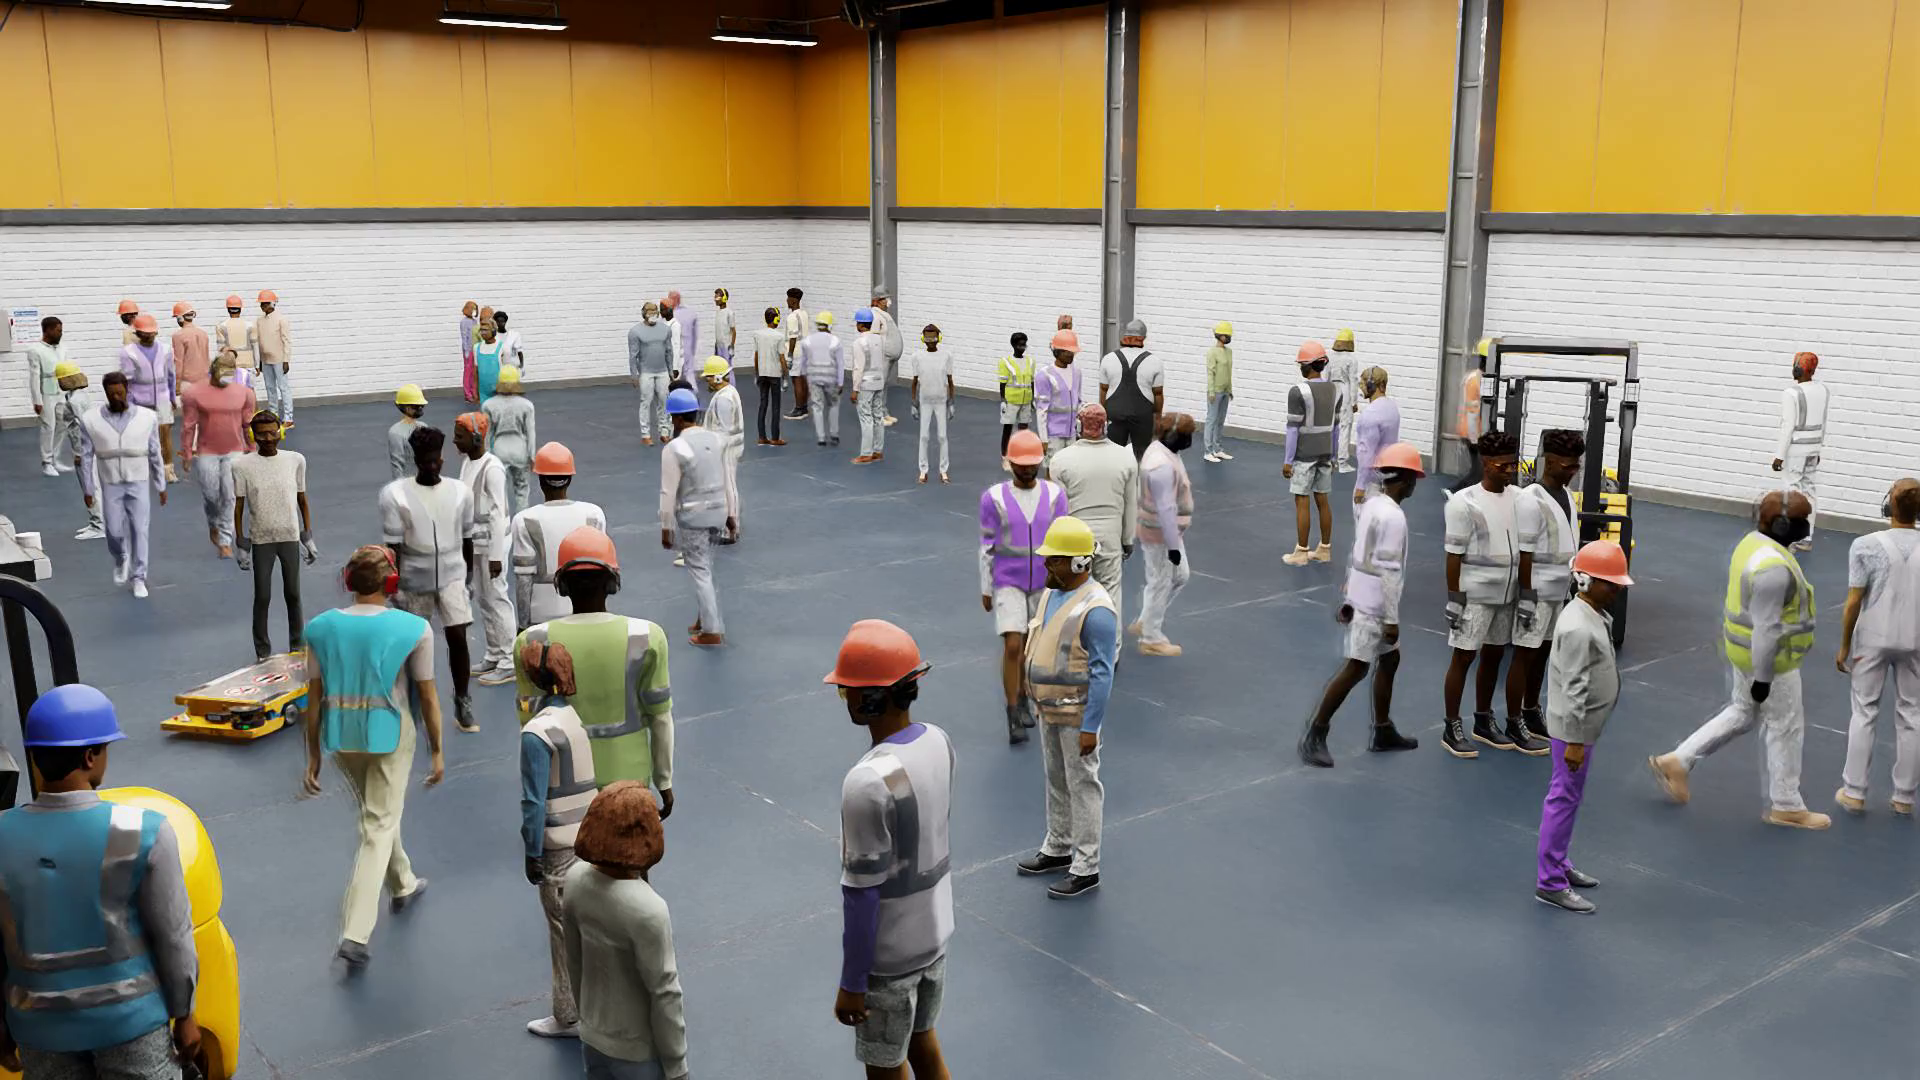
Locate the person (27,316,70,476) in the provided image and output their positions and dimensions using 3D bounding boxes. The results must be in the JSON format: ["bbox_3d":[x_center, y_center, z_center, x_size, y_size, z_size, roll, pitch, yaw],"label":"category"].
[{"bbox_3d":[-10.883,-1.717,19.883,0.431,1.900,0.673,0,12,2],"label":"person"}]

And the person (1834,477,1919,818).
[{"bbox_3d":[4.997,0.578,8.917,0.515,1.843,0.326,4,12,18],"label":"person"}]

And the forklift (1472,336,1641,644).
[{"bbox_3d":[4.683,-0.471,13.136,1.214,2.155,2.313,4,12,20],"label":"forklift"}]

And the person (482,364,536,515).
[{"bbox_3d":[-4.295,-0.803,15.874,0.491,1.734,0.510,-2,12,-11],"label":"person"}]

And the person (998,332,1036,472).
[{"bbox_3d":[0.696,-1.676,20.166,0.533,1.698,0.318,-7,14,-32],"label":"person"}]

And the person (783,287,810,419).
[{"bbox_3d":[-2.454,-2.801,24.942,0.367,1.966,0.606,3,12,15],"label":"person"}]

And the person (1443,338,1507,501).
[{"bbox_3d":[5.242,-1.103,16.862,0.513,1.909,0.611,7,14,32],"label":"person"}]

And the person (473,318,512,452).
[{"bbox_3d":[-5.735,-1.806,20.433,0.507,1.845,0.339,3,12,16],"label":"person"}]

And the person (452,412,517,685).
[{"bbox_3d":[-3.249,0.055,11.387,0.350,1.877,0.581,-8,14,-35],"label":"person"}]

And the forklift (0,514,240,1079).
[{"bbox_3d":[-3.687,1.115,5.480,2.313,2.155,1.214,-9,15,-36],"label":"forklift"}]

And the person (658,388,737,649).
[{"bbox_3d":[-1.977,-0.162,12.312,0.650,1.915,0.628,8,14,33],"label":"person"}]

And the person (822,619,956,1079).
[{"bbox_3d":[-0.228,1.247,5.251,0.411,2.035,0.601,4,12,20],"label":"person"}]

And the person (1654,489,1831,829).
[{"bbox_3d":[4.211,0.616,8.831,0.807,1.812,0.634,3,12,13],"label":"person"}]

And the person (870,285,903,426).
[{"bbox_3d":[-1.092,-2.693,24.239,0.538,2.000,0.684,2,12,10],"label":"person"}]

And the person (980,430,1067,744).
[{"bbox_3d":[0.433,0.289,10.178,0.547,1.907,0.842,-3,12,-14],"label":"person"}]

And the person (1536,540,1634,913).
[{"bbox_3d":[2.933,0.854,7.815,0.339,1.747,0.568,6,13,25],"label":"person"}]

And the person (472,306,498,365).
[{"bbox_3d":[-7.264,-2.790,25.701,0.507,1.630,0.268,-1,12,-7],"label":"person"}]

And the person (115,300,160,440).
[{"bbox_3d":[-11.123,-2.266,22.454,0.389,1.929,0.549,0,12,1],"label":"person"}]

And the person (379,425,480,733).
[{"bbox_3d":[-3.364,0.206,10.539,0.586,1.926,0.922,-7,13,-29],"label":"person"}]

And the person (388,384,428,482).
[{"bbox_3d":[-4.583,-0.429,13.975,0.329,1.769,0.526,3,12,13],"label":"person"}]

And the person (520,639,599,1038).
[{"bbox_3d":[-1.549,1.170,6.582,0.314,1.632,0.519,4,12,20],"label":"person"}]

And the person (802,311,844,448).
[{"bbox_3d":[-1.799,-2.140,22.147,0.583,1.796,0.690,1,12,6],"label":"person"}]

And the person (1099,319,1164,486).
[{"bbox_3d":[1.844,-1.359,17.799,0.686,2.000,0.536,3,12,14],"label":"person"}]

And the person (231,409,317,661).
[{"bbox_3d":[-4.770,0.015,11.589,0.535,1.865,0.312,-7,14,-32],"label":"person"}]

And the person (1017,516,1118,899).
[{"bbox_3d":[0.507,0.788,7.937,0.403,1.833,0.586,-5,13,-23],"label":"person"}]

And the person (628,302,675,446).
[{"bbox_3d":[-4.114,-2.219,22.237,0.635,1.929,0.382,-9,14,-36],"label":"person"}]

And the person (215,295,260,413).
[{"bbox_3d":[-10.181,-2.484,23.482,0.552,1.937,0.356,-7,13,-29],"label":"person"}]

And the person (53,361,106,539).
[{"bbox_3d":[-8.582,-0.875,16.205,0.330,1.733,0.492,-5,13,-21],"label":"person"}]

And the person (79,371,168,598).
[{"bbox_3d":[-6.972,-0.475,13.882,0.624,1.900,0.494,-6,13,-27],"label":"person"}]

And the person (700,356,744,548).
[{"bbox_3d":[-2.258,-0.843,15.859,0.403,1.817,0.605,-1,12,-4],"label":"person"}]

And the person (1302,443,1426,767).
[{"bbox_3d":[2.407,0.375,9.822,0.725,1.905,0.576,1,12,5],"label":"person"}]
